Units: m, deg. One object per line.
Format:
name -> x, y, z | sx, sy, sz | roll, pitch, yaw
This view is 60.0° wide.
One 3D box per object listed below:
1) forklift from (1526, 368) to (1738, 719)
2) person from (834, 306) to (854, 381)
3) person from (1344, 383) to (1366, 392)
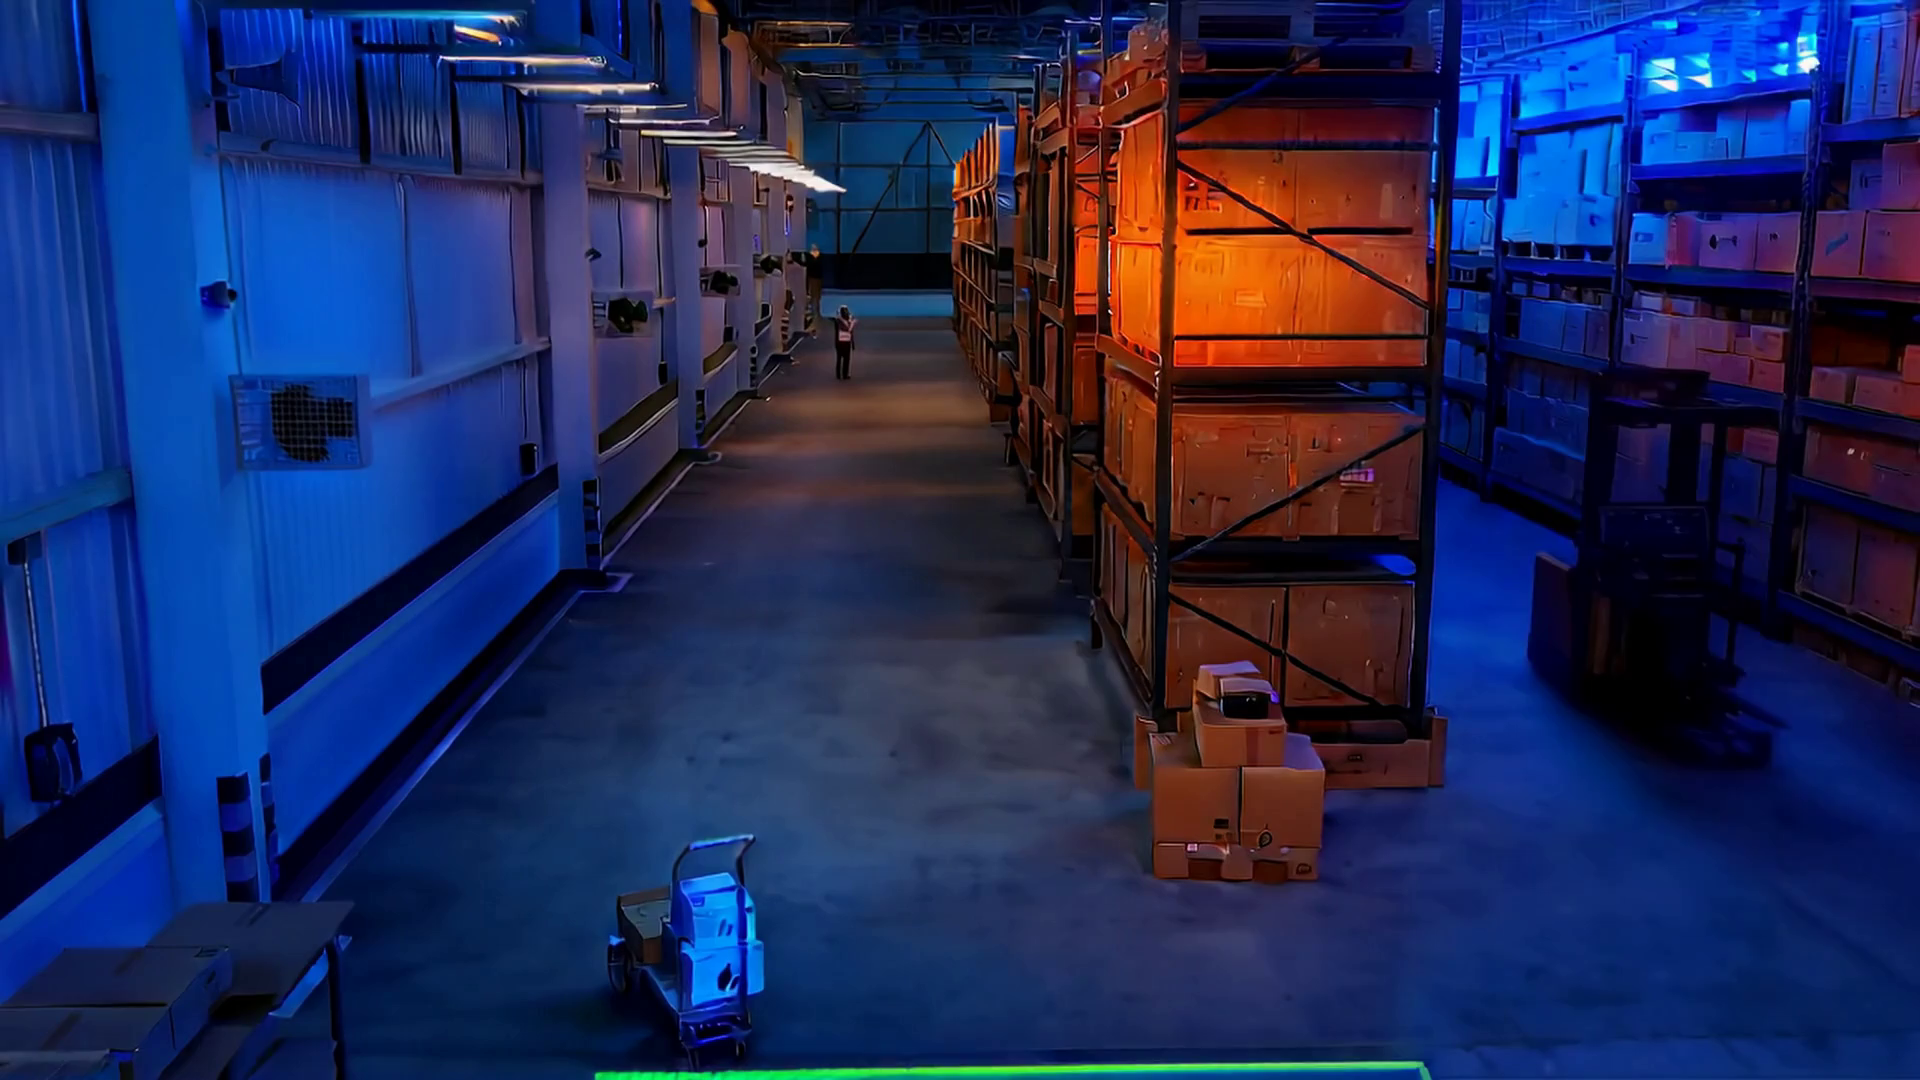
forklift -> 5.759, -0.070, 14.215 | 1.129, 2.768, 1.873 | 0, 11, -2
person -> -2.967, -5.026, 42.544 | 0.591, 1.911, 0.402 | -9, 14, -41
person -> 7.040, -2.672, 30.159 | 0.974, 1.947, 0.636 | 6, 12, 27
